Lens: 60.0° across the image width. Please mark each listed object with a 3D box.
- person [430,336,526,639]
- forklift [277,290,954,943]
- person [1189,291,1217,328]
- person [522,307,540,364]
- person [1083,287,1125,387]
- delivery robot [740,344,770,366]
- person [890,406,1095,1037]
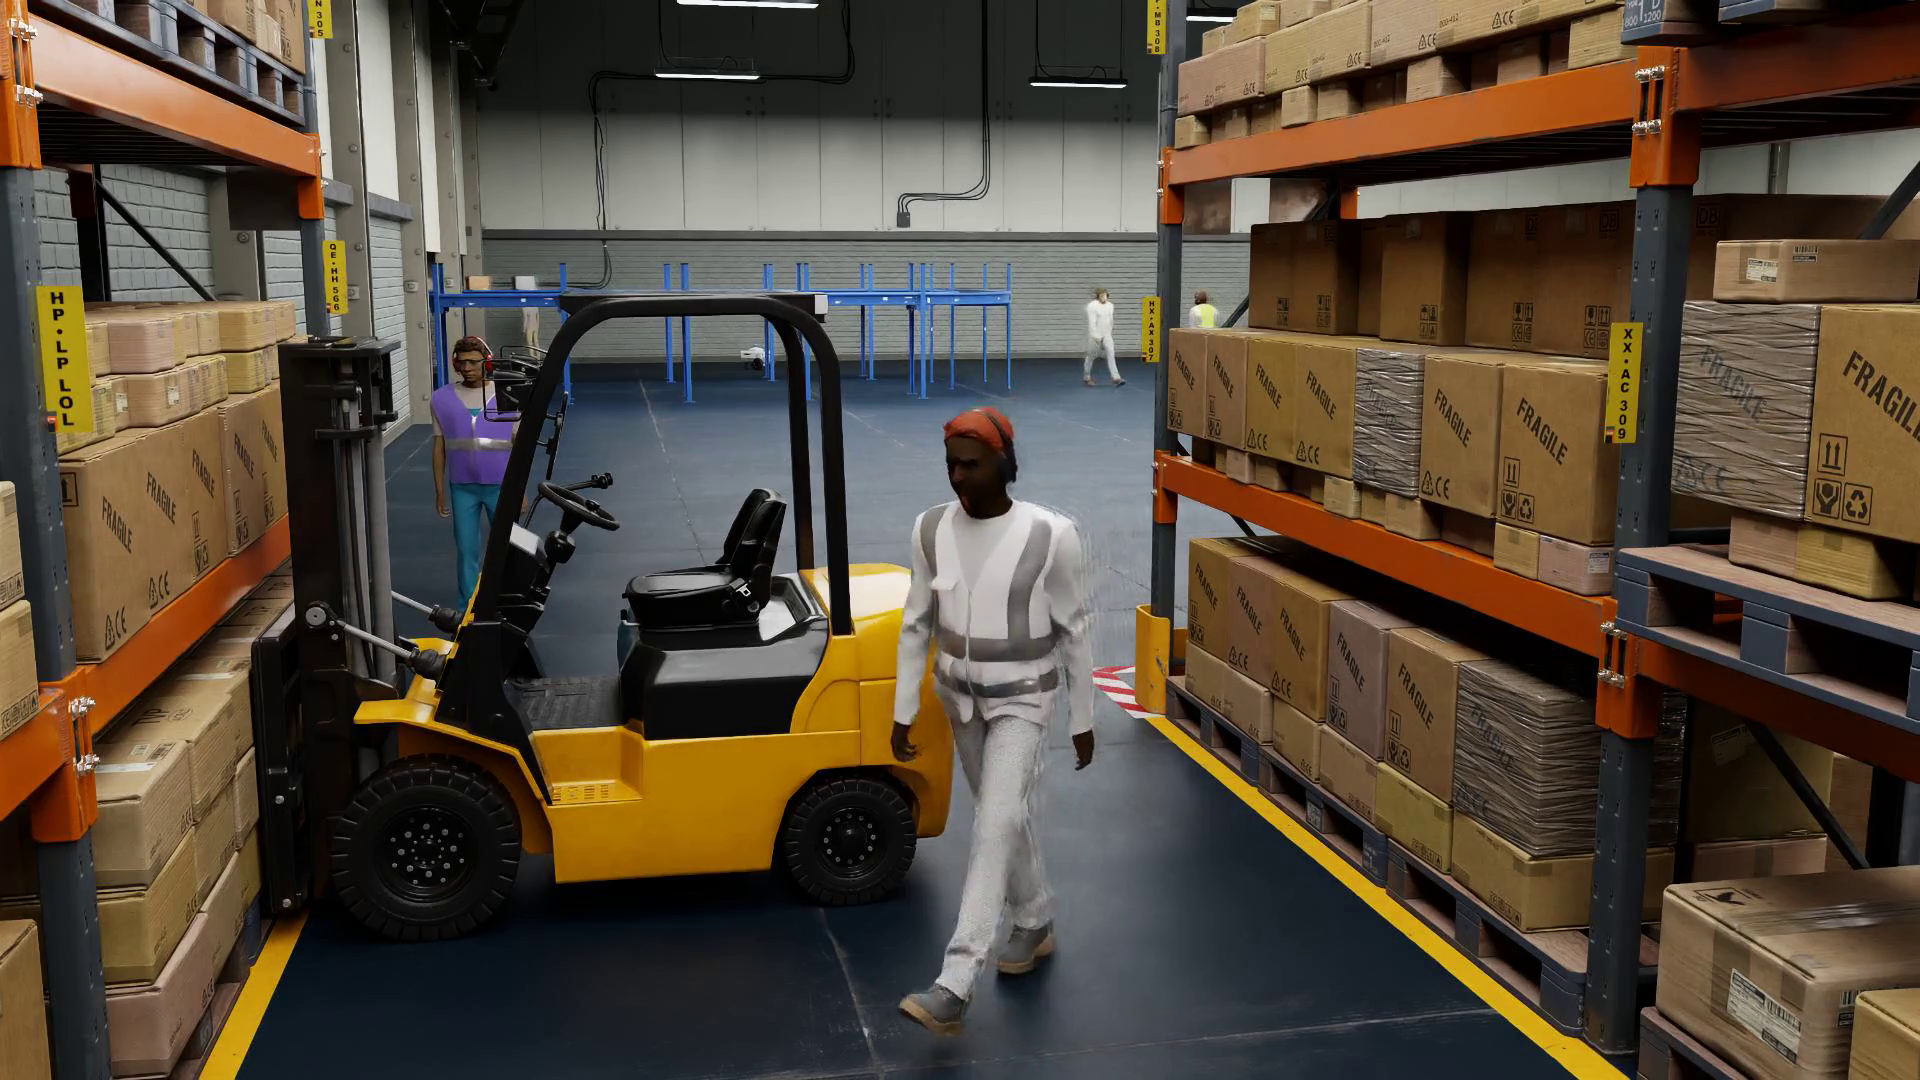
[{"bbox_3d":[-2.905,-0.316,10.097,0.560,1.836,0.380,-1,9,-6],"label":"person"},{"bbox_3d":[-1.179,0.175,6.143,2.313,2.155,1.214,-2,10,-12],"label":"forklift"},{"bbox_3d":[4.312,-3.562,29.928,0.623,1.822,0.575,-5,10,-27],"label":"person"},{"bbox_3d":[-9.811,-4.792,37.990,0.269,1.632,0.504,5,11,29],"label":"person"},{"bbox_3d":[2.670,-3.816,31.340,0.625,1.873,1.023,-6,11,-31],"label":"person"},{"bbox_3d":[-4.524,-4.092,36.849,0.707,0.478,0.477,6,11,34],"label":"delivery robot"},{"bbox_3d":[0.051,0.521,5.011,0.591,1.826,0.992,6,11,33],"label":"person"}]
